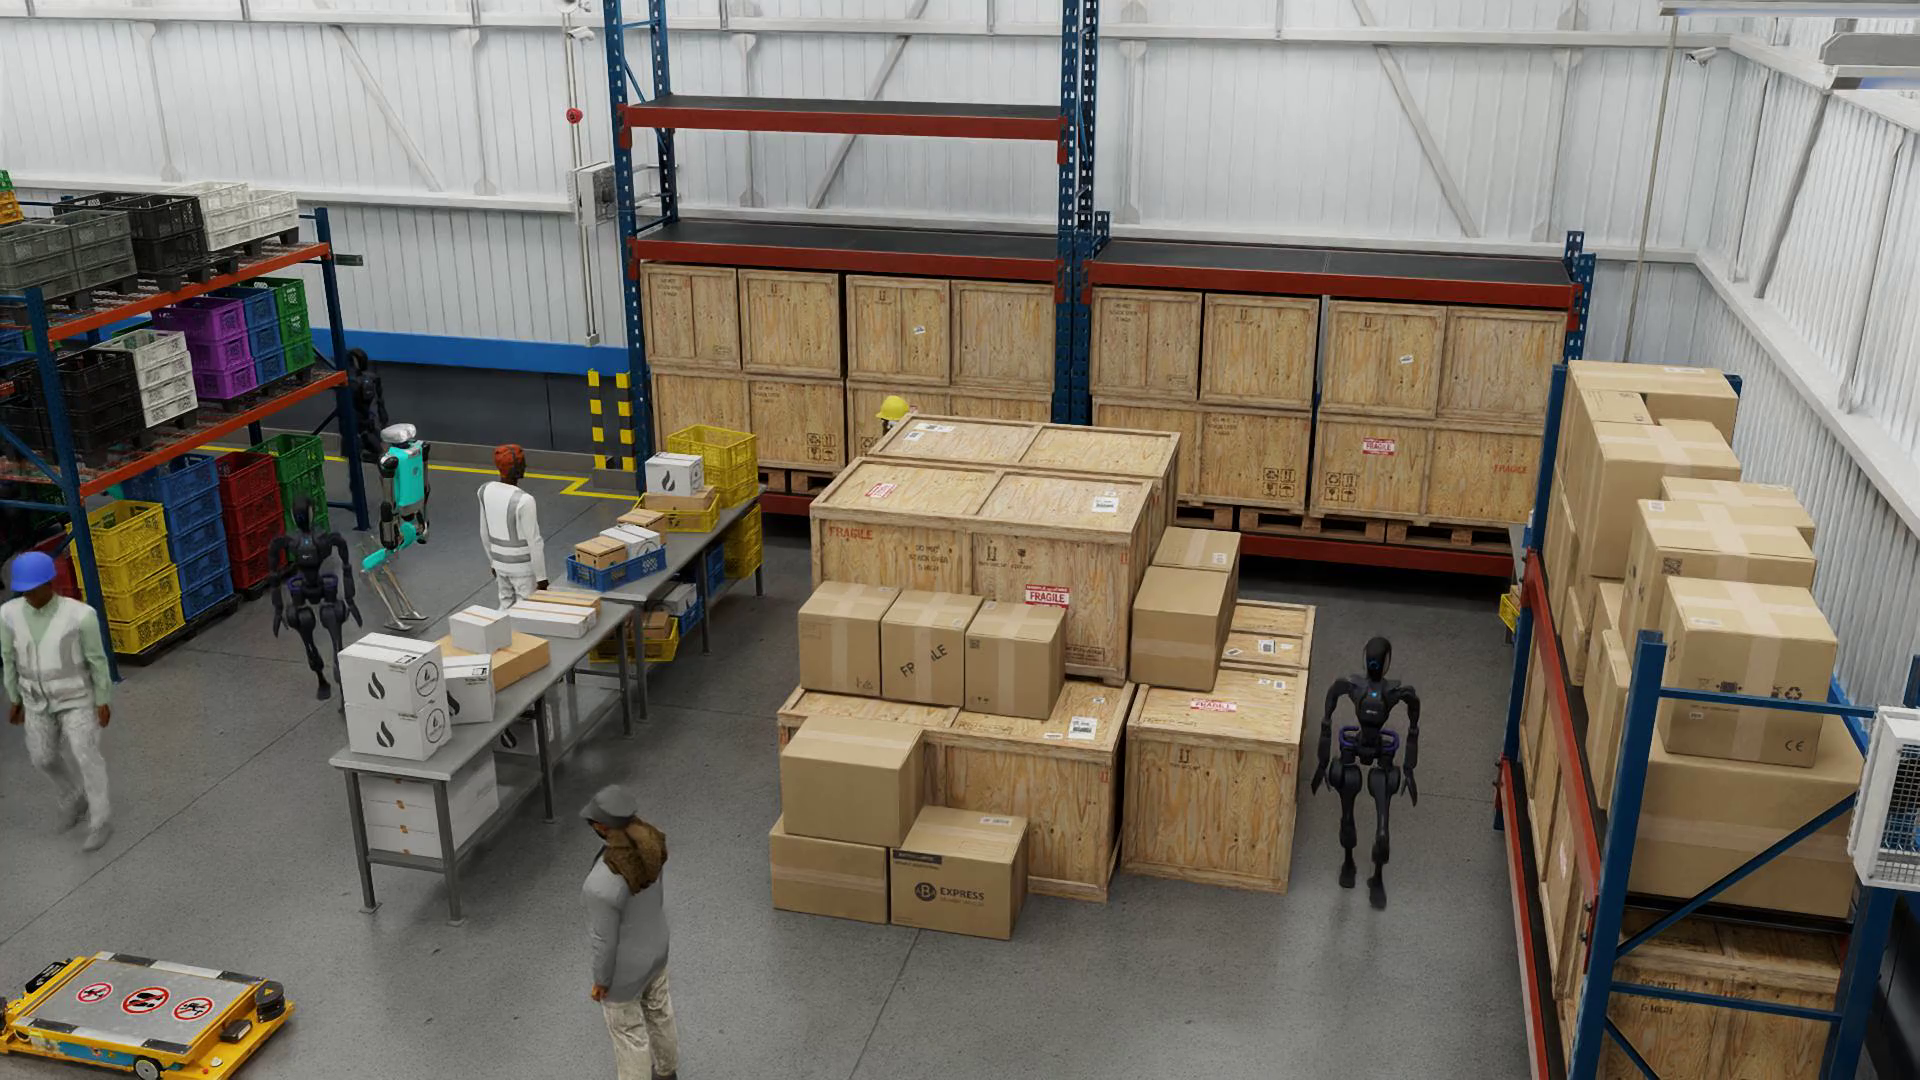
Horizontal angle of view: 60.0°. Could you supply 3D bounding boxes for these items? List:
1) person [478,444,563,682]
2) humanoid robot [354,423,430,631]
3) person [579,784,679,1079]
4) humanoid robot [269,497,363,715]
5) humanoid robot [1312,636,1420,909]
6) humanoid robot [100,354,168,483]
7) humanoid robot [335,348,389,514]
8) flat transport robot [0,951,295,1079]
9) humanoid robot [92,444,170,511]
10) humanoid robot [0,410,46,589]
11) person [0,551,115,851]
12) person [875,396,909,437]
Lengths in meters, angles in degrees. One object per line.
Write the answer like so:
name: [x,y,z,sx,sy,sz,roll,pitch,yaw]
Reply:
person: [-3.259,0.201,12.257,0.582,1.882,0.339,14,25,33]
humanoid robot: [-4.536,-0.121,13.166,0.740,1.690,0.531,7,22,18]
person: [-1.553,1.952,7.836,0.401,1.767,0.571,7,22,19]
humanoid robot: [-4.614,0.472,11.891,0.608,1.621,0.770,-7,22,-18]
humanoid robot: [2.354,1.320,9.627,0.601,1.641,0.523,5,21,12]
humanoid robot: [-7.593,-0.920,15.399,0.545,1.764,0.912,9,23,23]
humanoid robot: [-5.614,-1.010,15.738,0.663,1.633,0.600,12,24,28]
flat transport robot: [-4.270,2.464,8.601,1.431,0.231,0.659,5,22,13]
humanoid robot: [-7.253,-0.592,14.491,0.552,1.730,0.961,4,21,11]
humanoid robot: [-8.059,-0.353,13.995,0.601,1.638,0.456,5,22,14]
person: [-5.516,0.962,10.188,0.622,1.944,0.409,0,21,1]
person: [-0.507,-0.288,13.609,0.404,1.829,0.598,5,21,12]
